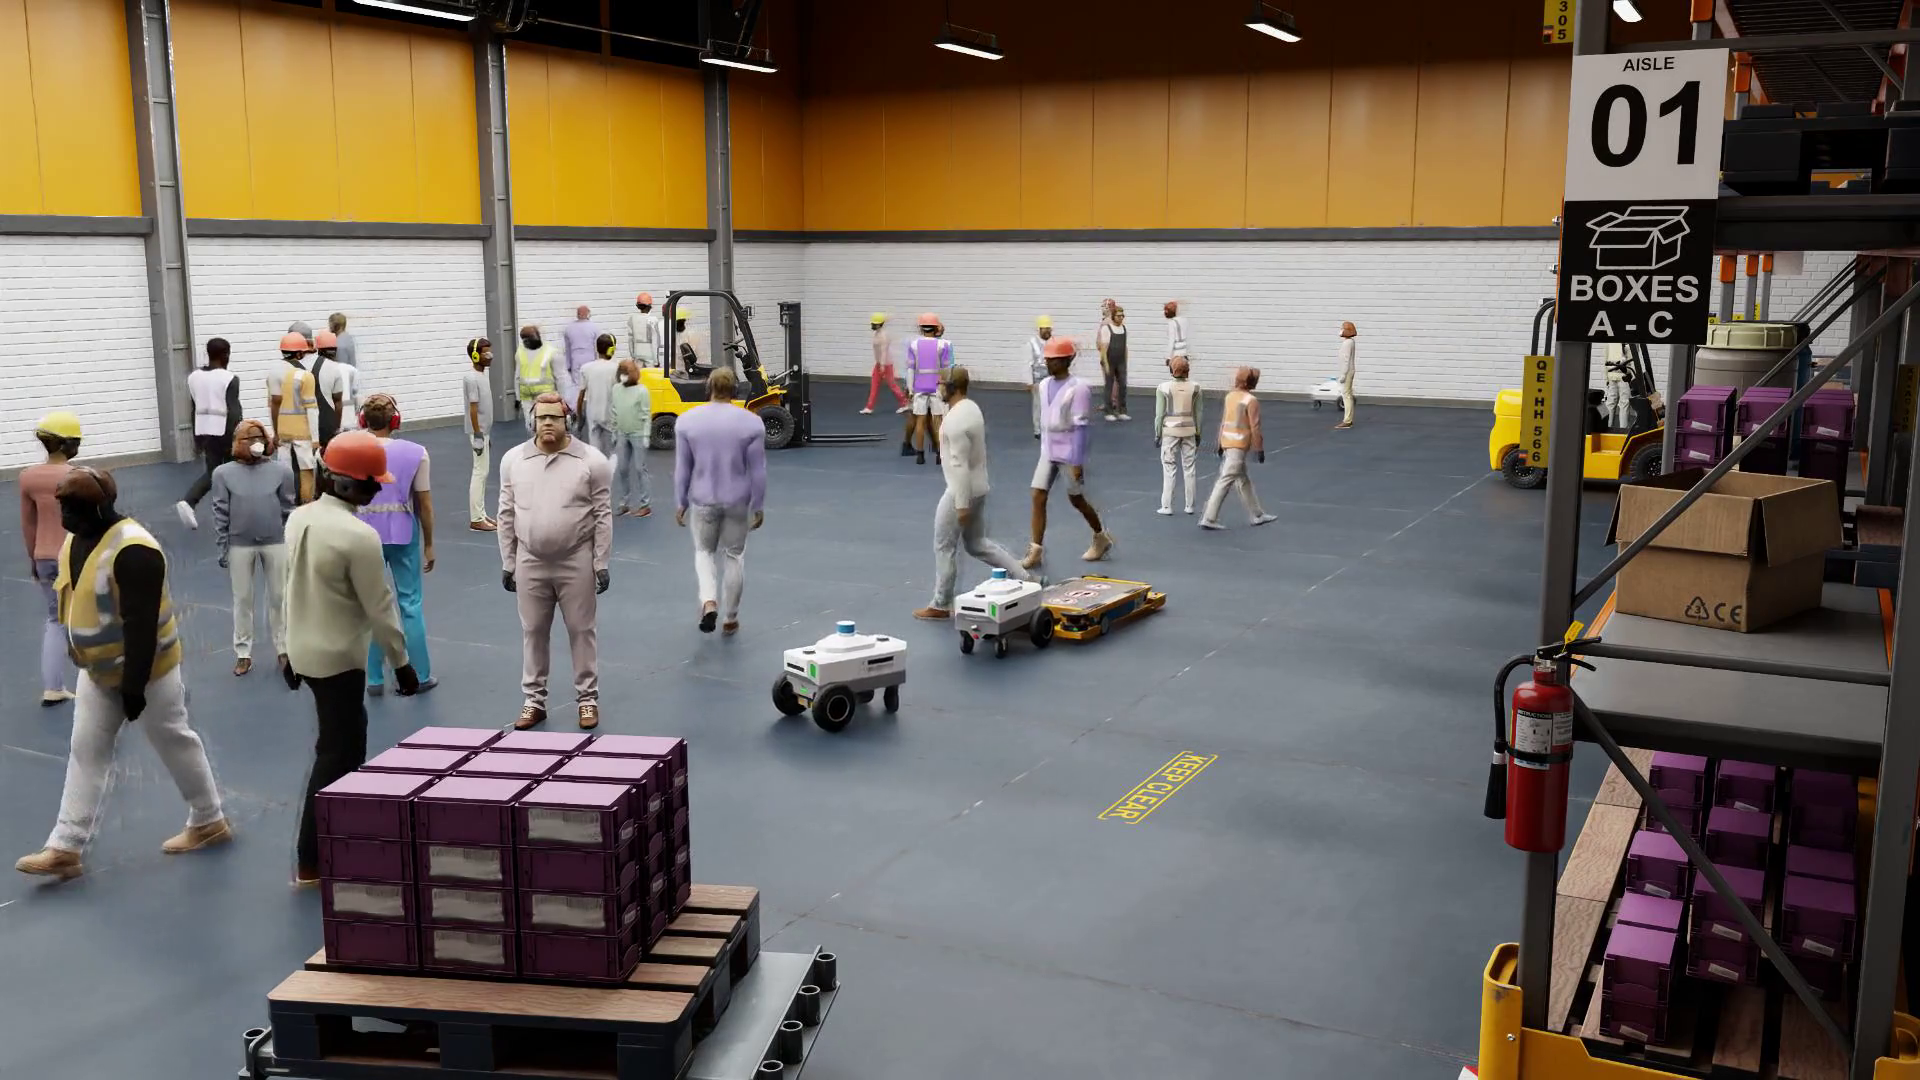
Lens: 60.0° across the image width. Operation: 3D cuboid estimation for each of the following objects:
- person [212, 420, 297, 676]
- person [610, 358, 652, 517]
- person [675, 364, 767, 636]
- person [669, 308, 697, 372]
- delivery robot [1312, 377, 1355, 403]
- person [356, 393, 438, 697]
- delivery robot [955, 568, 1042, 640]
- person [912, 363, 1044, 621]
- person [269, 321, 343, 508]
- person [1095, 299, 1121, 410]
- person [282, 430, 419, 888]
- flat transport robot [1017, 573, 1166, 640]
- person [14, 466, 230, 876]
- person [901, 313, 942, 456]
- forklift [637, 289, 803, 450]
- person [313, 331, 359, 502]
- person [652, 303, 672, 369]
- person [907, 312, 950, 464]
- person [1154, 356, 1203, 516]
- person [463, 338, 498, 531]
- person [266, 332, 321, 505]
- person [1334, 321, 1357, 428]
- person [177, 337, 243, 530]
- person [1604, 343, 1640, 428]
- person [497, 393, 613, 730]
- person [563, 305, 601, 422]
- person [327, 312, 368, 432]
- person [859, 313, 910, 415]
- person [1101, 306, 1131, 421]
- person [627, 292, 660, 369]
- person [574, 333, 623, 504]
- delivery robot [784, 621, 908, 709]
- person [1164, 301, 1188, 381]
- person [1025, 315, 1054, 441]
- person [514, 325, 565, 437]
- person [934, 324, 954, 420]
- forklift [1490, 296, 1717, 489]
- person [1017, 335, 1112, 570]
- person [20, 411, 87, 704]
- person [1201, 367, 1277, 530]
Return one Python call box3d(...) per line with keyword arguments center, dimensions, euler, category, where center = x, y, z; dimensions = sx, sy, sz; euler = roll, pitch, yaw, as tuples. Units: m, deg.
box3d(center=(-4.498, 0.043, 10.652), dimensions=(0.502, 1.636, 0.277), euler=(-5, 11, -25), category="person")
box3d(center=(-3.355, -1.047, 16.976), dimensions=(0.507, 1.631, 0.293), euler=(5, 11, 25), category="person")
box3d(center=(-1.659, -0.263, 11.607), dimensions=(0.645, 1.917, 0.478), euler=(-1, 10, -3), category="person")
box3d(center=(-4.110, -2.480, 24.559), dimensions=(0.984, 1.873, 0.607), euler=(-8, 13, -39), category="person")
box3d(center=(6.396, -2.548, 28.507), dimensions=(0.707, 0.478, 0.477), euler=(3, 10, 19), category="delivery robot")
box3d(center=(-3.480, 0.037, 10.074), dimensions=(0.564, 1.846, 0.393), euler=(-2, 10, -10), category="person")
box3d(center=(0.262, 0.435, 11.238), dimensions=(0.477, 0.478, 0.707), euler=(6, 11, 30), category="delivery robot")
box3d(center=(0.120, -0.331, 12.075), dimensions=(0.888, 1.906, 0.634), euler=(2, 10, 13), category="person")
box3d(center=(-6.318, -1.090, 16.041), dimensions=(0.688, 2.000, 0.536), euler=(-8, 13, -40), category="person")
box3d(center=(2.532, -3.179, 28.524), dimensions=(0.408, 1.908, 0.646), euler=(3, 10, 18), category="person")
box3d(center=(-2.588, 0.497, 7.153), dimensions=(0.631, 1.944, 0.764), euler=(9, 13, 42), category="person")
box3d(center=(0.913, 0.470, 12.128), dimensions=(0.652, 0.197, 1.431), euler=(6, 11, 30), category="flat transport robot")
box3d(center=(-3.663, 0.567, 7.160), dimensions=(0.642, 1.787, 0.964), euler=(6, 12, 32), category="person")
box3d(center=(-0.414, -2.068, 22.129), dimensions=(0.912, 1.887, 0.550), euler=(-5, 11, -27), category="person")
box3d(center=(-3.358, -2.392, 23.136), dimensions=(2.313, 2.155, 1.214), euler=(-1, 10, -5), category="forklift")
box3d(center=(-6.452, -1.198, 17.121), dimensions=(0.552, 1.882, 1.001), euler=(-9, 13, -41), category="person")
box3d(center=(-4.682, -2.889, 26.902), dimensions=(0.573, 1.886, 0.353), euler=(1, 10, 5), category="person")
box3d(center=(-0.389, -1.927, 21.193), dimensions=(0.551, 1.932, 0.376), euler=(1, 10, 7), category="person")
box3d(center=(2.240, -1.065, 17.054), dimensions=(0.522, 1.640, 0.306), euler=(-2, 10, -14), category="person")
box3d(center=(-4.637, -1.022, 16.145), dimensions=(0.312, 1.869, 0.536), euler=(-1, 10, -8), category="person")
box3d(center=(-6.324, -1.011, 15.882), dimensions=(0.547, 1.938, 0.379), euler=(4, 11, 21), category="person")
box3d(center=(5.951, -2.545, 25.634), dimensions=(0.272, 1.636, 0.507), euler=(4, 11, 21), category="person")
box3d(center=(-7.200, -1.006, 16.035), dimensions=(0.598, 1.886, 0.753), euler=(4, 11, 21), category="person")
box3d(center=(9.498, -2.326, 23.832), dimensions=(0.403, 1.822, 0.589), euler=(-5, 11, -25), category="person")
box3d(center=(-2.287, 0.124, 9.390), dimensions=(0.643, 1.913, 0.408), euler=(0, 10, -2), category="person")
box3d(center=(-6.051, -2.836, 26.705), dimensions=(0.648, 1.860, 0.967), euler=(1, 10, 6), category="person")
box3d(center=(-8.059, -2.033, 21.870), dimensions=(0.671, 1.922, 0.630), euler=(-2, 10, -9), category="person")
box3d(center=(-1.263, -2.939, 27.731), dimensions=(0.882, 1.700, 0.564), euler=(-5, 11, -25), category="person")
box3d(center=(2.486, -2.820, 26.637), dimensions=(0.527, 1.842, 0.373), euler=(-5, 11, -25), category="person")
box3d(center=(-5.109, -3.003, 27.098), dimensions=(0.612, 2.048, 0.363), euler=(4, 11, 23), category="person")
box3d(center=(-3.781, -1.245, 17.505), dimensions=(0.666, 1.845, 0.454), euler=(2, 10, 10), category="person")
box3d(center=(-0.653, 0.713, 9.630), dimensions=(0.707, 0.478, 0.477), euler=(-8, 12, -37), category="delivery robot")
box3d(center=(3.753, -3.216, 28.903), dimensions=(0.440, 1.849, 0.620), euler=(3, 10, 19), category="person")
box3d(center=(1.247, -2.276, 23.592), dimensions=(0.622, 1.801, 0.729), euler=(-4, 11, -23), category="person")
box3d(center=(-5.229, -1.800, 20.862), dimensions=(0.653, 1.804, 0.703), euler=(3, 10, 17), category="person")
box3d(center=(-0.340, -2.475, 25.220), dimensions=(0.514, 1.640, 0.310), euler=(2, 10, 10), category="person")
box3d(center=(7.296, -1.677, 18.993), dimensions=(2.313, 2.155, 1.214), euler=(5, 11, 27), category="forklift")
box3d(center=(0.923, -0.763, 14.272), dimensions=(1.017, 2.007, 0.620), euler=(-8, 12, -37), category="person")
box3d(center=(-5.276, 0.118, 9.868), dimensions=(0.551, 1.765, 0.337), euler=(3, 10, 16), category="person")
box3d(center=(2.718, -0.890, 16.190), dimensions=(0.878, 1.584, 0.527), euler=(-3, 10, -19), category="person")
